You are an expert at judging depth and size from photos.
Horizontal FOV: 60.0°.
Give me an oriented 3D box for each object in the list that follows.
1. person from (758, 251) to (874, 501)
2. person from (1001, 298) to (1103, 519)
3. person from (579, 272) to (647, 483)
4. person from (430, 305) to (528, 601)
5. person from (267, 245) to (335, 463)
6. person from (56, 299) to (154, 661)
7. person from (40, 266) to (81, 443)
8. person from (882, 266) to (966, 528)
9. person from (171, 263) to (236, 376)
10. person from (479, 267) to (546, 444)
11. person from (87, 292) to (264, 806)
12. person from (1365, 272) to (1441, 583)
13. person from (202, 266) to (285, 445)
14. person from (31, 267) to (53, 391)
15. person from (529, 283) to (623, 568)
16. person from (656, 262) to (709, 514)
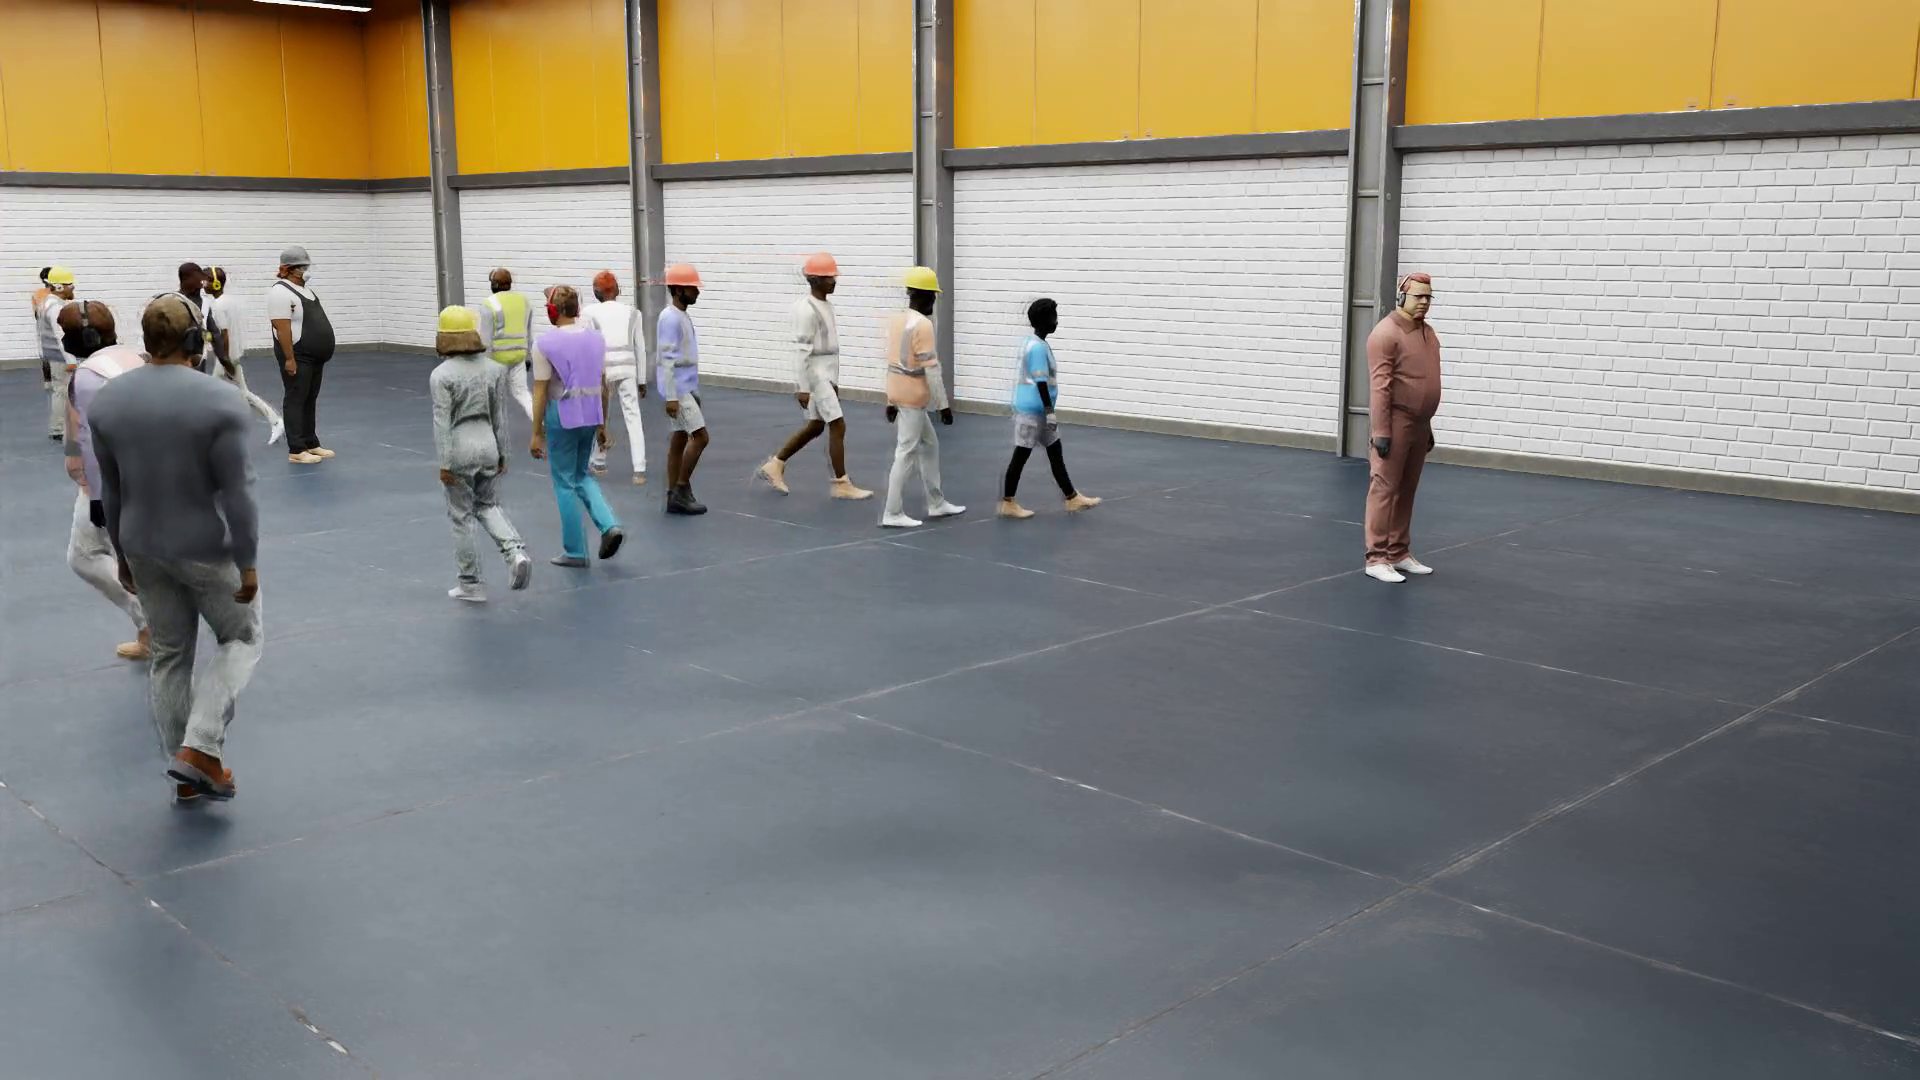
[{"bbox_3d":[-1.195,-1.316,13.418,0.957,2.011,0.617,2,11,11],"label":"person"},{"bbox_3d":[0.685,-0.967,12.434,0.825,1.655,0.554,1,10,7],"label":"person"},{"bbox_3d":[-3.047,-1.423,14.561,0.589,1.799,1.045,-5,12,-27],"label":"person"},{"bbox_3d":[-2.805,-0.488,9.632,0.481,1.726,0.500,8,13,37],"label":"person"},{"bbox_3d":[-6.180,-1.755,15.712,0.538,2.000,0.684,0,10,-1],"label":"person"},{"bbox_3d":[-4.151,-0.267,8.195,0.437,1.821,0.718,-1,10,-4],"label":"person"},{"bbox_3d":[-9.125,-1.900,17.115,0.599,1.812,0.627,-5,12,-25],"label":"person"},{"bbox_3d":[-0.229,-1.040,12.198,0.822,1.900,0.609,-4,11,-19],"label":"person"},{"bbox_3d":[-7.208,-1.683,15.803,0.944,1.871,0.588,2,11,10],"label":"person"},{"bbox_3d":[-4.574,-1.847,16.837,0.763,1.827,0.641,7,13,35],"label":"person"},{"bbox_3d":[-2.878,0.055,6.156,0.639,1.924,0.461,1,10,6],"label":"person"},{"bbox_3d":[2.777,-0.700,10.338,0.400,1.905,0.643,10,14,44],"label":"person"},{"bbox_3d":[-7.303,-1.840,16.765,0.887,1.833,0.538,-1,10,-6],"label":"person"},{"bbox_3d":[-12.450,-2.891,22.844,0.541,1.696,0.315,3,11,15],"label":"person"},{"bbox_3d":[-2.481,-0.715,10.637,0.443,1.828,0.567,7,12,32],"label":"person"},{"bbox_3d":[-2.059,-1.139,12.664,0.496,1.924,0.570,0,10,0],"label":"person"}]
